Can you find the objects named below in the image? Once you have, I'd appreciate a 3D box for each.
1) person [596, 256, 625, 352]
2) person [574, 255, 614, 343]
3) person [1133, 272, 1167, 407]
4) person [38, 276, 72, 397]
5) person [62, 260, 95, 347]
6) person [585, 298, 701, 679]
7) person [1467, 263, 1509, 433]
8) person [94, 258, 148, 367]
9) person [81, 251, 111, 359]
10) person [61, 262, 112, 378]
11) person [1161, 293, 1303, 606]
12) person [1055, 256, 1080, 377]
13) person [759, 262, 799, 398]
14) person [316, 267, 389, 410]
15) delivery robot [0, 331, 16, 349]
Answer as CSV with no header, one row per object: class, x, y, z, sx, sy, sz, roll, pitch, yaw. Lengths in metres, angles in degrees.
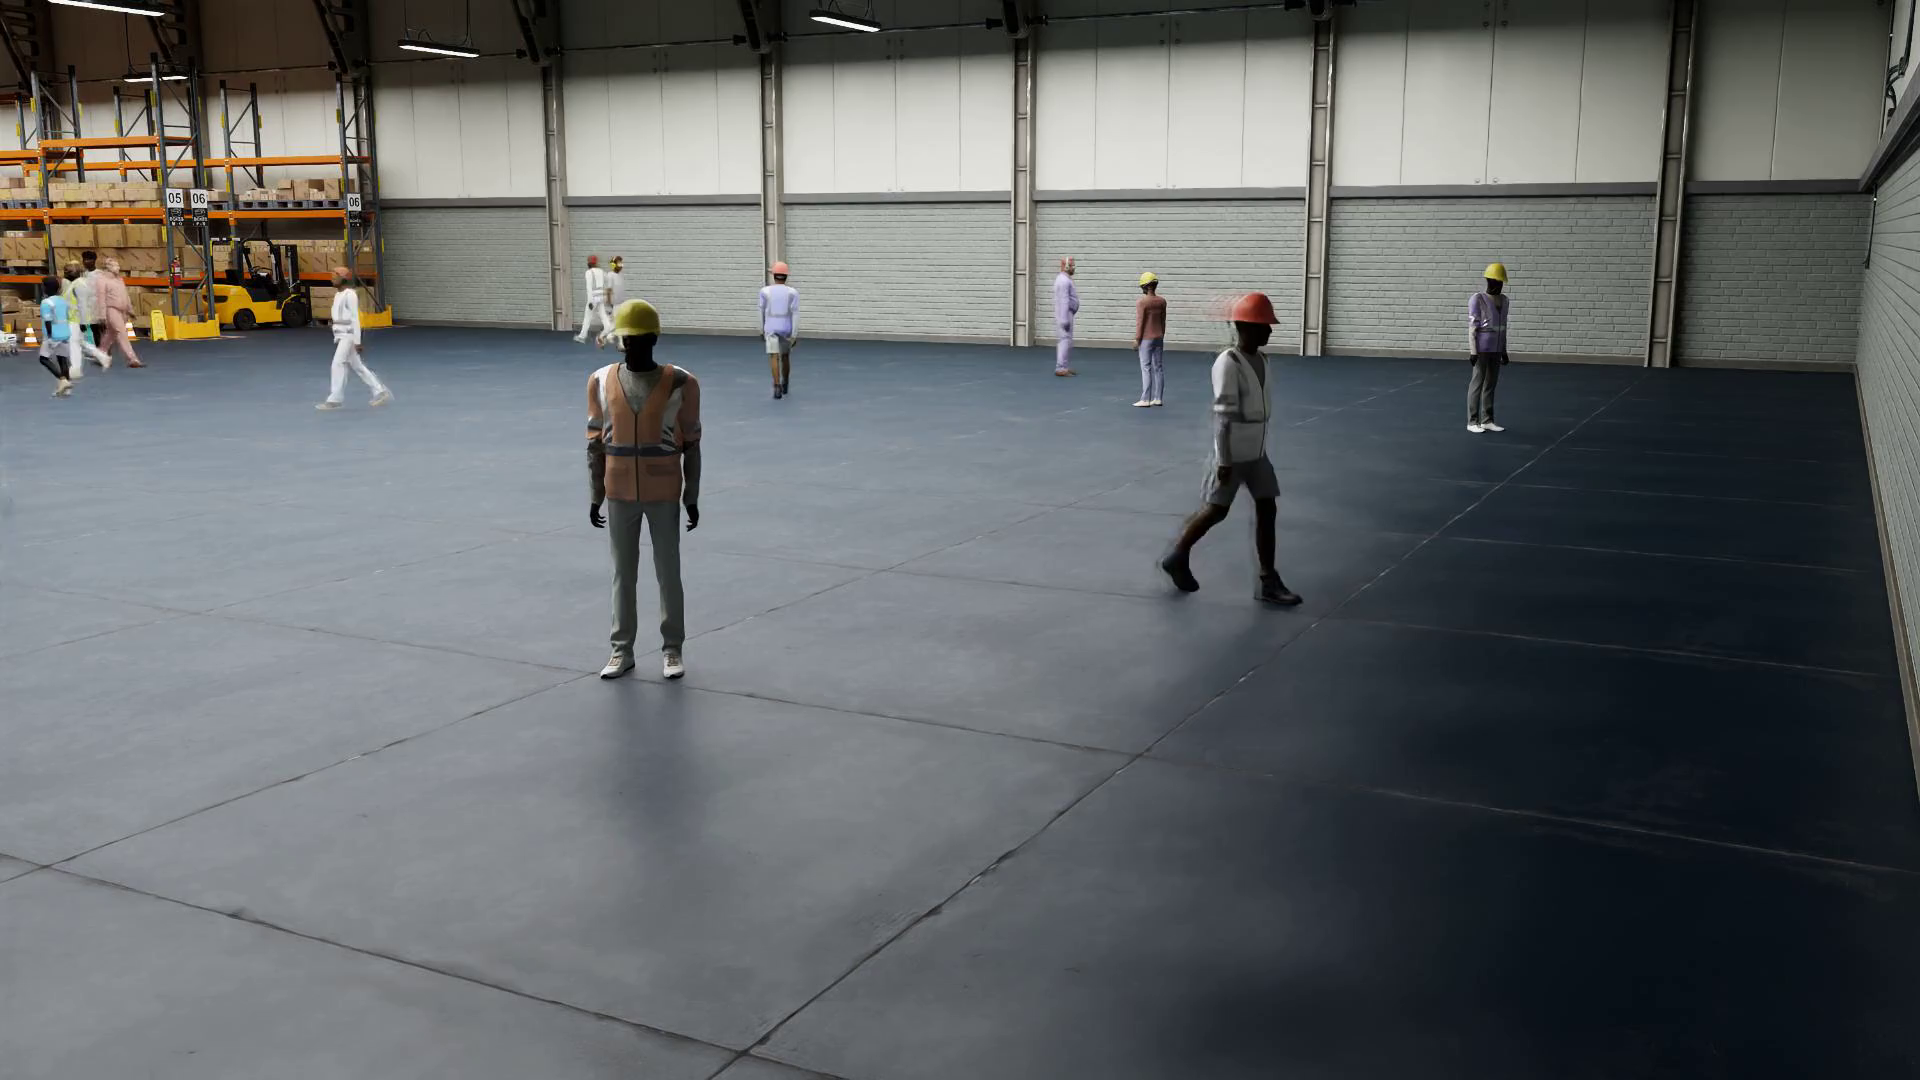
person,-6.618,-4.509,31.867,0.635,1.855,0.515,3,11,18
person,-7.610,-5.001,34.589,0.978,1.829,0.598,5,12,27
person,2.479,-2.619,21.794,0.522,1.762,0.320,-9,13,-39
person,-12.558,-2.816,23.075,0.362,1.684,0.538,1,10,8
person,-16.729,-4.417,31.583,0.533,1.765,0.326,-6,12,-30
person,-1.600,-0.251,8.424,0.584,1.928,0.367,0,10,1
person,6.045,-2.189,18.991,0.587,1.926,0.366,-6,12,-31
person,-14.391,-3.860,28.307,0.989,1.861,0.654,0,10,1
person,-15.590,-4.224,29.979,0.616,1.964,0.361,7,12,32
person,-13.909,-3.484,26.350,0.731,1.821,0.632,-8,13,-36
person,1.673,-0.570,10.245,0.946,1.909,0.561,9,14,42
person,1.706,-3.563,26.547,0.401,1.909,0.650,0,10,1
person,-2.517,-2.925,23.181,0.546,1.880,1.047,-2,11,-9
person,-7.913,-2.627,21.618,0.949,1.849,0.585,-7,13,-34
delivery robot,-17.896,-3.720,30.826,0.707,0.478,0.477,1,10,8
